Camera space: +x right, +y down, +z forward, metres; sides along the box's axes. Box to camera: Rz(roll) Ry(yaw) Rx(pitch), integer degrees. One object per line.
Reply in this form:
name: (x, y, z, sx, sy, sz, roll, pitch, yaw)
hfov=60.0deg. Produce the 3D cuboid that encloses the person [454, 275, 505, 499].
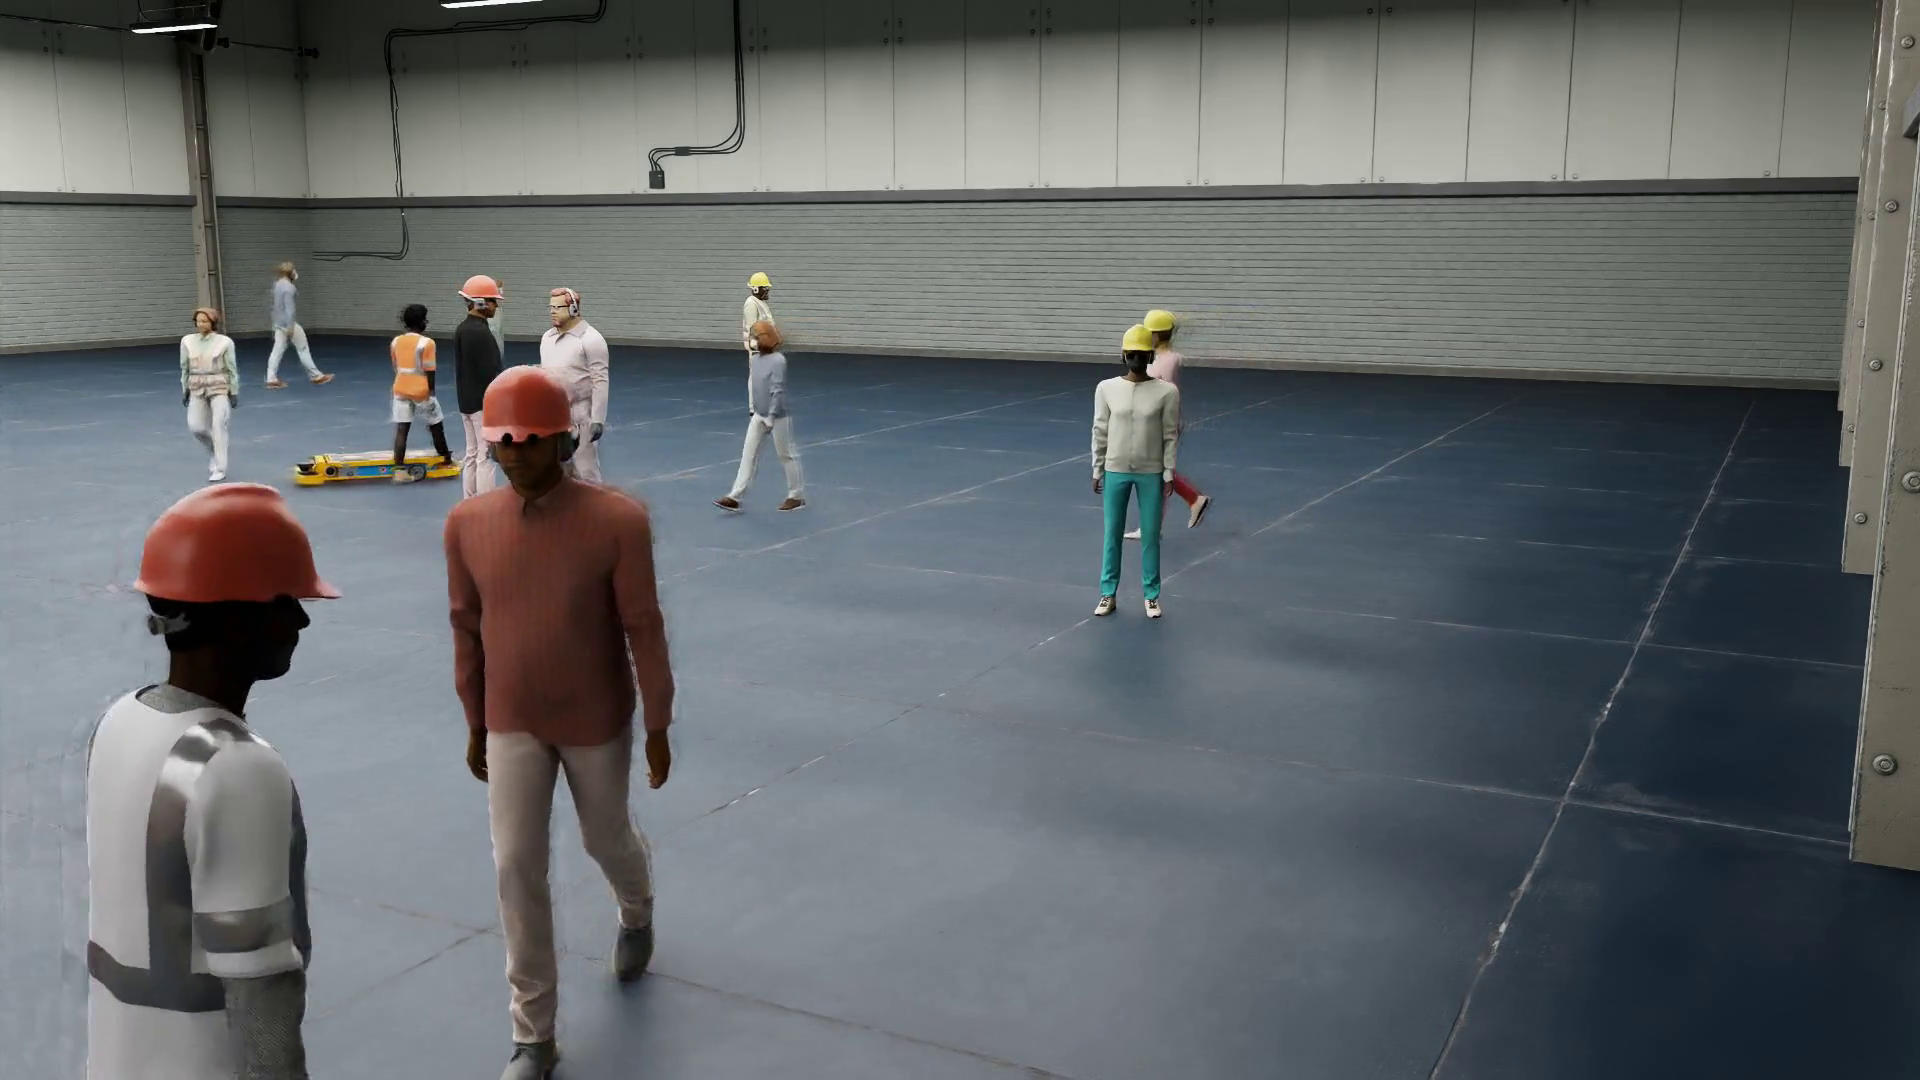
person: (-3.641, -1.016, 12.713, 0.383, 1.993, 0.612, -7, 13, -35)

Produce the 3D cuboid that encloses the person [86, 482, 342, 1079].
person: (-1.227, 0.870, 2.655, 0.579, 1.917, 0.601, 10, 14, 43)

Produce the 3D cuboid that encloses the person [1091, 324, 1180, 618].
person: (1.050, -0.410, 10.023, 0.523, 1.772, 0.303, 2, 11, 10)

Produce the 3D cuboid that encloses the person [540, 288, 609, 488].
person: (-2.929, -0.926, 12.461, 0.652, 1.906, 0.409, 7, 12, 33)

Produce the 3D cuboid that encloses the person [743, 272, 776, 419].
person: (-2.506, -2.432, 20.872, 0.404, 1.830, 0.601, 1, 10, 5)

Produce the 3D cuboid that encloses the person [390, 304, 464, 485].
person: (-5.021, -1.370, 15.537, 0.549, 1.648, 0.853, 4, 11, 23)

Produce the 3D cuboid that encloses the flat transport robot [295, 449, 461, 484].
flat transport robot: (-5.501, -0.704, 15.713, 1.431, 0.197, 0.652, -5, 11, -23)

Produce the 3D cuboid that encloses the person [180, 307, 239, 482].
person: (-7.045, -1.377, 15.659, 0.530, 1.626, 0.437, 0, 10, 1)

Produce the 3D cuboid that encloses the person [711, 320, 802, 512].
person: (-1.651, -1.000, 13.718, 0.504, 1.594, 0.830, 10, 15, 44)

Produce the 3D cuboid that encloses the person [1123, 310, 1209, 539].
person: (1.572, -0.871, 12.603, 0.616, 1.747, 0.527, -1, 10, -8)

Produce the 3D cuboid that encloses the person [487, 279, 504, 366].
person: (-7.160, -3.190, 25.554, 0.464, 1.619, 0.524, 0, 10, 1)

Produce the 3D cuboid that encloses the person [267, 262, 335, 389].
person: (-10.043, -3.230, 25.072, 1.004, 1.883, 0.655, -9, 14, -40)

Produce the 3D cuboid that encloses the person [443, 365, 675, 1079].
person: (-1.106, 0.468, 4.742, 0.651, 1.957, 0.939, 1, 10, 5)
